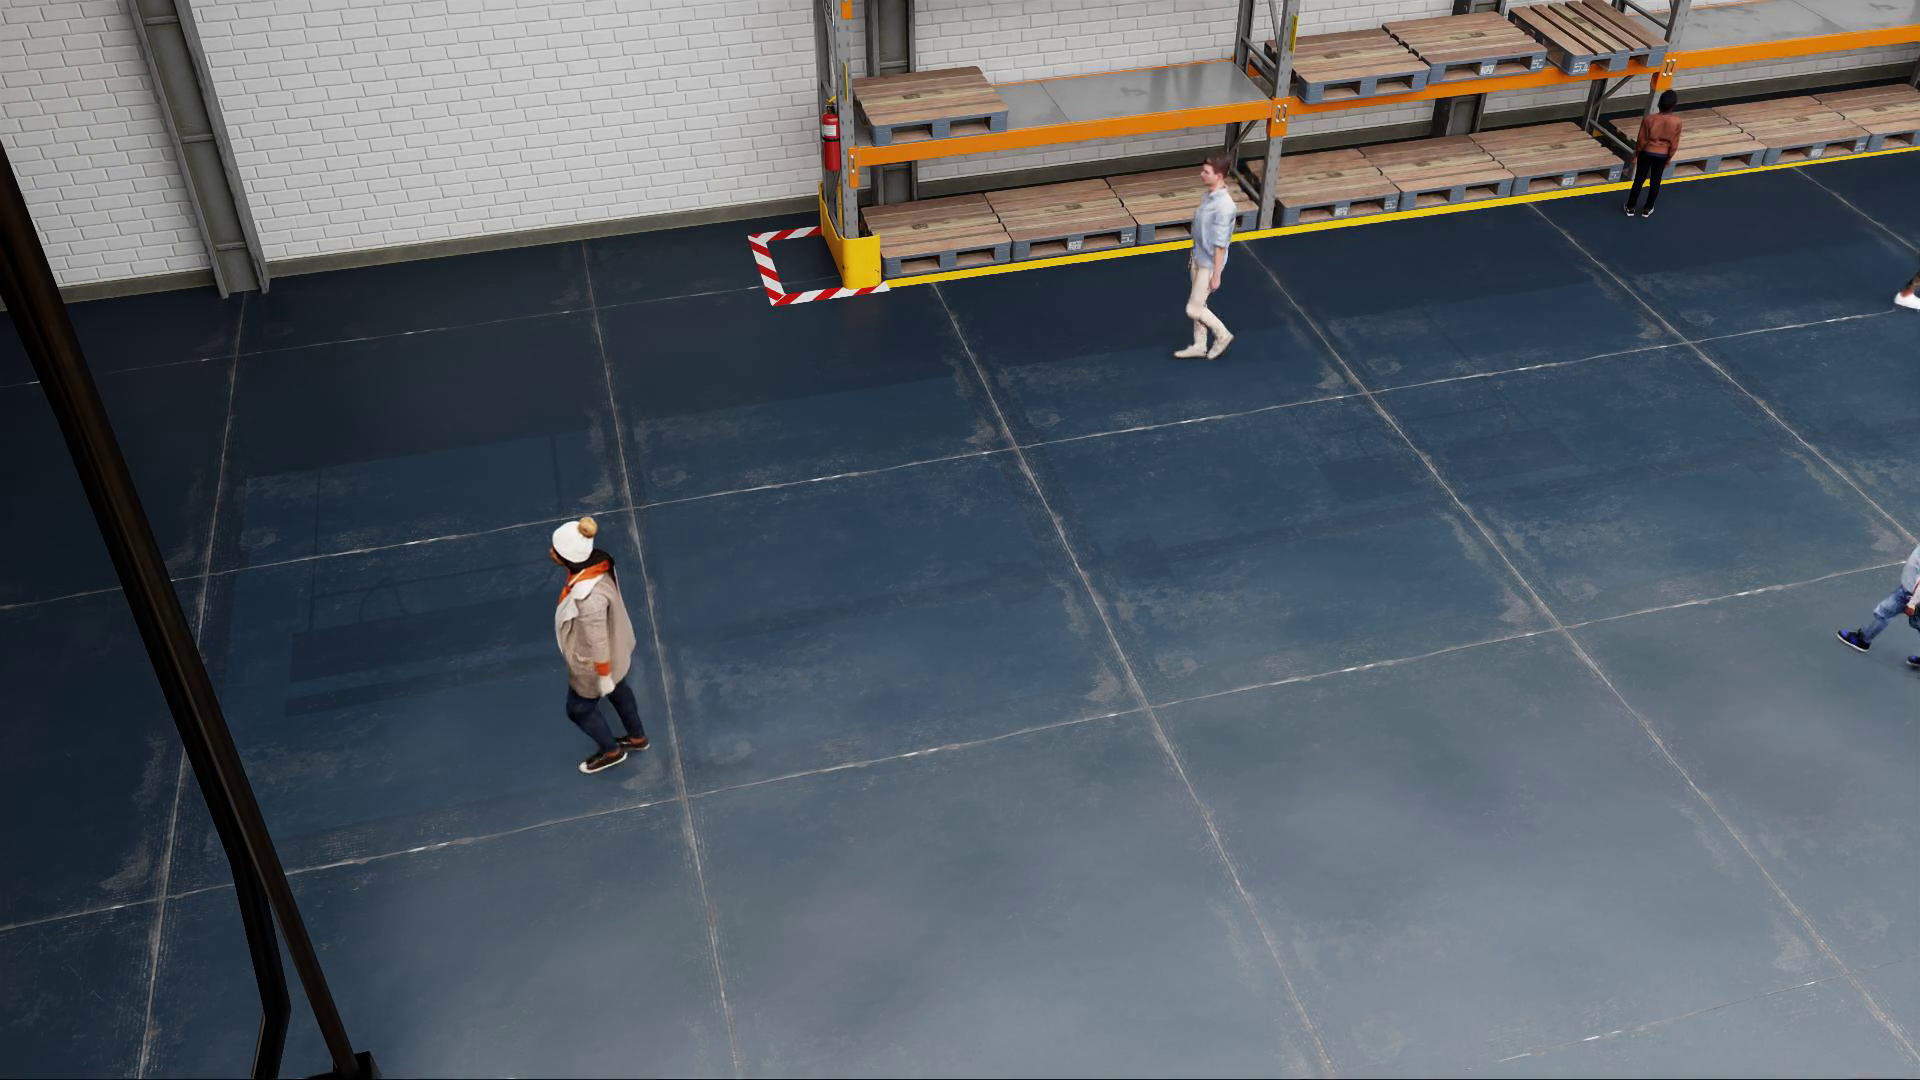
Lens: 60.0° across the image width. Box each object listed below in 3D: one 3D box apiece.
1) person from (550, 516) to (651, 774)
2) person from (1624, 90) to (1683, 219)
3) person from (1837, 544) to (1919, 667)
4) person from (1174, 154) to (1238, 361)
[{"bbox_3d":[-2.044,0.619,9.836,0.709,1.875,0.749,-4,39,-5],"label":"person"},{"bbox_3d":[6.537,-3.643,15.670,0.562,1.255,0.658,10,40,13],"label":"person"},{"bbox_3d":[6.240,0.330,10.705,0.858,1.242,0.783,-28,46,-30],"label":"person"},{"bbox_3d":[2.095,-2.256,13.467,0.710,1.836,0.673,-7,39,-9],"label":"person"}]
